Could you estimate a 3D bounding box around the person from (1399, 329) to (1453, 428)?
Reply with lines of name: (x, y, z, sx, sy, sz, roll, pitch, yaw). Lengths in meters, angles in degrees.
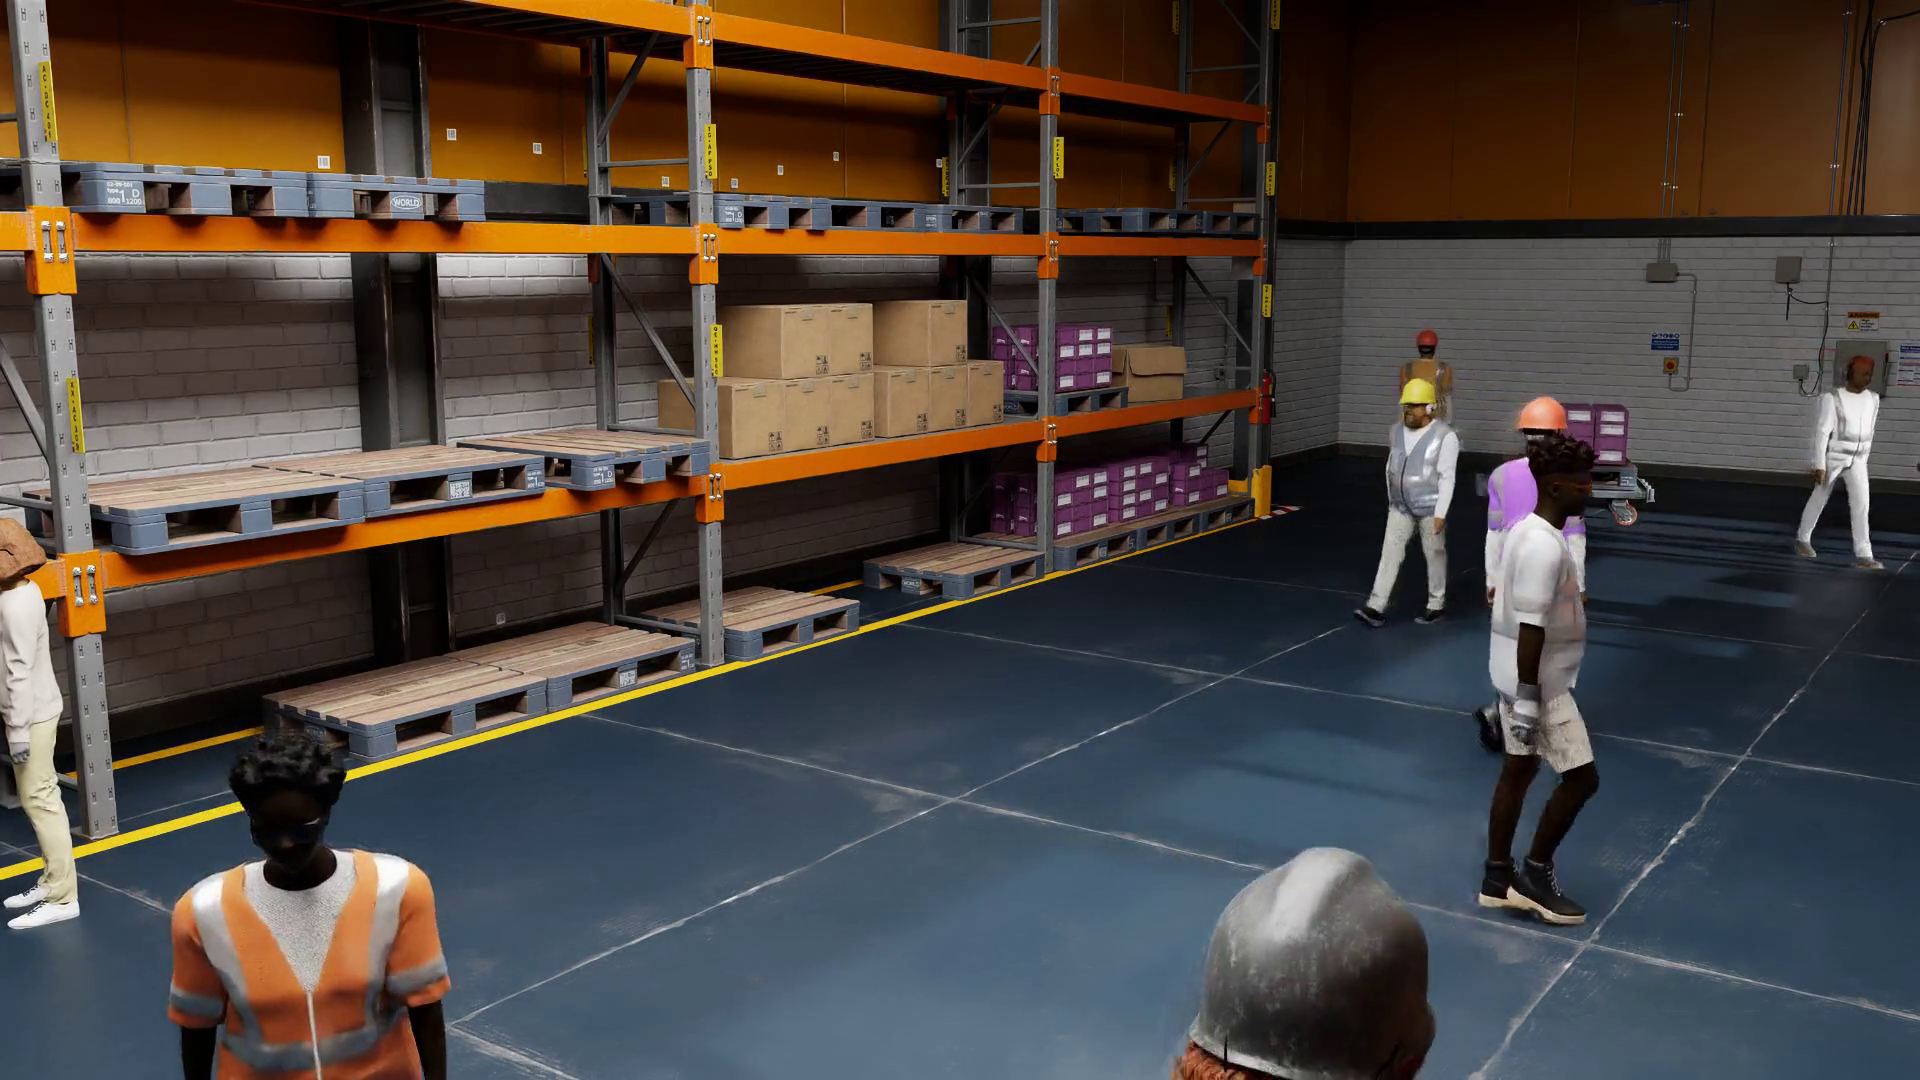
person: (5.033, -1.331, 18.033, 0.549, 1.899, 0.978, 5, 11, 25)

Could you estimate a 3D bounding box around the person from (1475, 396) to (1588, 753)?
person: (3.034, 0.188, 8.912, 0.819, 1.910, 0.546, -7, 12, -35)

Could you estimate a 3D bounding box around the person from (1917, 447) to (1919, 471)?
person: (8.696, -0.668, 14.537, 0.541, 1.745, 0.666, 4, 10, 21)

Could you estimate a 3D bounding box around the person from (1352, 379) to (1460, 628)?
person: (3.198, -0.242, 11.816, 0.902, 1.785, 0.625, -8, 12, -40)

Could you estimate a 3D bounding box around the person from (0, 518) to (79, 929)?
person: (-3.719, 0.717, 6.608, 0.281, 1.625, 0.497, -5, 11, -27)

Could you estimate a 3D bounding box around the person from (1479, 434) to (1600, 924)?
person: (2.360, 0.554, 6.596, 0.555, 1.948, 0.651, 2, 10, 14)

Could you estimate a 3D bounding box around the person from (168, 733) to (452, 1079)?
person: (-1.344, 1.210, 3.496, 0.549, 1.677, 0.424, -4, 10, -22)

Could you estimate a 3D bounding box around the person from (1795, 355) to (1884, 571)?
person: (7.653, -0.692, 14.429, 0.603, 1.826, 1.042, -1, 10, -9)
